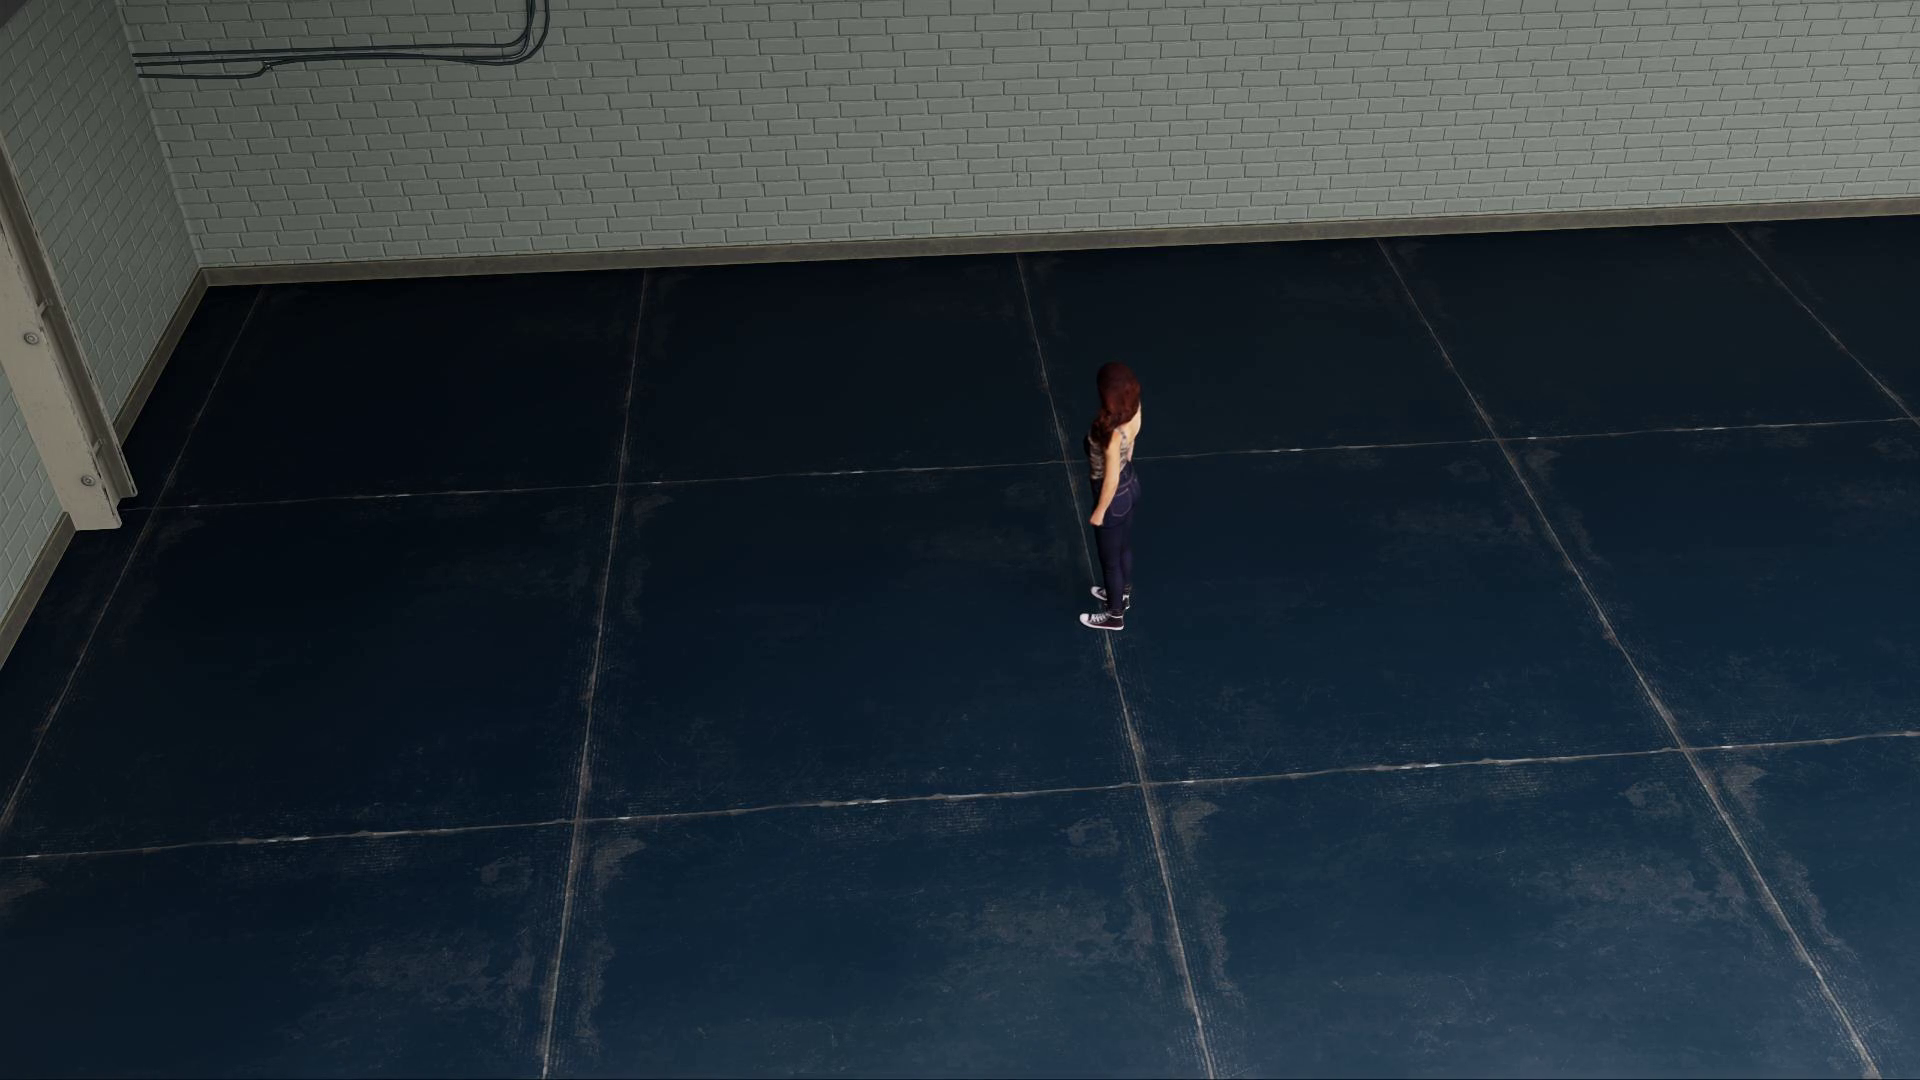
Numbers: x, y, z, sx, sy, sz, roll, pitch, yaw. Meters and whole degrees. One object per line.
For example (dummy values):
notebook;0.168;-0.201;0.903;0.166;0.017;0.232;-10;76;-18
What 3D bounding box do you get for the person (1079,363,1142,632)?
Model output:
person;0.891;-0.246;9.459;0.750;1.770;0.628;14;40;17
